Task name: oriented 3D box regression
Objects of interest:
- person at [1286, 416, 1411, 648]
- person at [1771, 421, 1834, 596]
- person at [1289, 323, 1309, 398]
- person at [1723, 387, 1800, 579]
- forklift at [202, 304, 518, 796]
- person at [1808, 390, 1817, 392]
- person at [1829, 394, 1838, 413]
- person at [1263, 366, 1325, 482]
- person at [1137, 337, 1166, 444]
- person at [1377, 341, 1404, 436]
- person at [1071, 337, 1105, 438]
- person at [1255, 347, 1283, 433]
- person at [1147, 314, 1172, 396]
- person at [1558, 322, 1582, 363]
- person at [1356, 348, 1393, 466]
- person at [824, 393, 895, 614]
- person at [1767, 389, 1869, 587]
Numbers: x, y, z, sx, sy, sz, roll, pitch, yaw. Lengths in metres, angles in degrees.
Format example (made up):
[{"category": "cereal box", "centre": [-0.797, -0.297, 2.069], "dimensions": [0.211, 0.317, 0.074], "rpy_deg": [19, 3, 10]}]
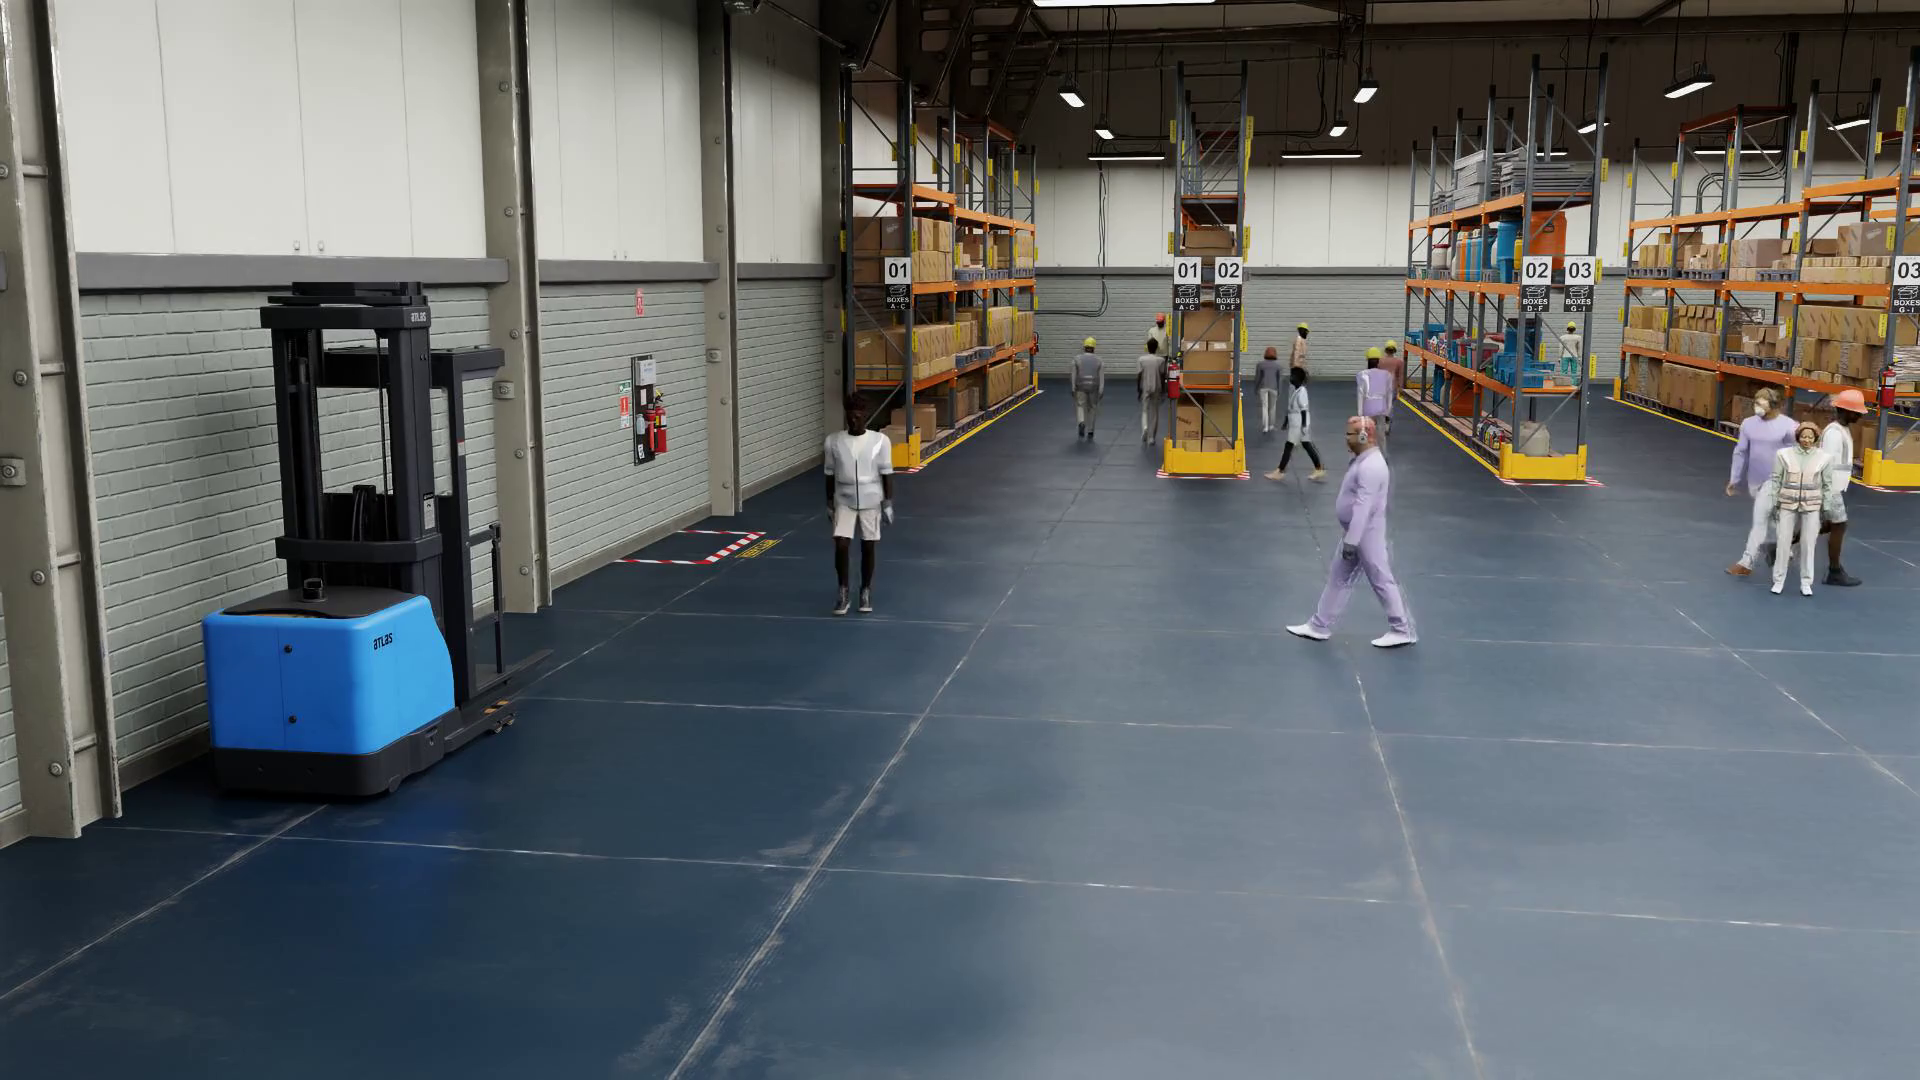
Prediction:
[{"category": "person", "centre": [3.178, -0.062, 13.313], "dimensions": [0.989, 1.851, 0.669], "rpy_deg": [1, 9, 6]}, {"category": "person", "centre": [7.805, -0.292, 15.448], "dimensions": [0.514, 1.629, 0.323], "rpy_deg": [5, 10, 27]}, {"category": "person", "centre": [7.315, -3.741, 35.968], "dimensions": [0.386, 1.880, 0.748], "rpy_deg": [3, 10, 16]}, {"category": "person", "centre": [8.006, -0.574, 16.468], "dimensions": [1.102, 1.879, 0.625], "rpy_deg": [-5, 10, -26]}, {"category": "forklift", "centre": [-3.673, -0.038, 10.147], "dimensions": [1.129, 2.768, 1.873], "rpy_deg": [1, 9, 9]}, {"category": "person", "centre": [21.332, -4.488, 41.298], "dimensions": [0.498, 1.633, 0.284], "rpy_deg": [-2, 9, -10]}, {"category": "person", "centre": [18.258, -3.511, 34.607], "dimensions": [0.578, 1.861, 0.820], "rpy_deg": [2, 9, 13]}, {"category": "person", "centre": [4.846, -1.664, 23.842], "dimensions": [0.892, 1.648, 0.541], "rpy_deg": [1, 9, 6]}, {"category": "person", "centre": [3.328, -2.588, 28.888], "dimensions": [0.504, 1.859, 0.567], "rpy_deg": [2, 9, 10]}, {"category": "person", "centre": [7.887, -2.804, 30.653], "dimensions": [0.526, 1.719, 0.912], "rpy_deg": [0, 9, 2]}, {"category": "person", "centre": [2.307, -2.736, 29.917], "dimensions": [0.607, 1.818, 0.611], "rpy_deg": [1, 9, 4]}, {"category": "person", "centre": [5.774, -2.812, 31.096], "dimensions": [0.500, 1.588, 0.858], "rpy_deg": [1, 9, 6]}, {"category": "person", "centre": [4.851, -4.473, 40.239], "dimensions": [0.623, 1.963, 0.704], "rpy_deg": [3, 10, 19]}, {"category": "person", "centre": [14.890, -4.443, 40.615], "dimensions": [0.533, 1.768, 0.310], "rpy_deg": [1, 9, 9]}, {"category": "person", "centre": [6.157, -1.910, 24.693], "dimensions": [0.599, 1.872, 1.010], "rpy_deg": [-1, 9, -7]}, {"category": "person", "centre": [-0.882, -0.308, 14.551], "dimensions": [0.629, 1.943, 0.676], "rpy_deg": [0, 9, -2]}, {"category": "person", "centre": [8.285, -0.517, 16.022], "dimensions": [0.783, 1.898, 0.556], "rpy_deg": [6, 11, 31]}]
